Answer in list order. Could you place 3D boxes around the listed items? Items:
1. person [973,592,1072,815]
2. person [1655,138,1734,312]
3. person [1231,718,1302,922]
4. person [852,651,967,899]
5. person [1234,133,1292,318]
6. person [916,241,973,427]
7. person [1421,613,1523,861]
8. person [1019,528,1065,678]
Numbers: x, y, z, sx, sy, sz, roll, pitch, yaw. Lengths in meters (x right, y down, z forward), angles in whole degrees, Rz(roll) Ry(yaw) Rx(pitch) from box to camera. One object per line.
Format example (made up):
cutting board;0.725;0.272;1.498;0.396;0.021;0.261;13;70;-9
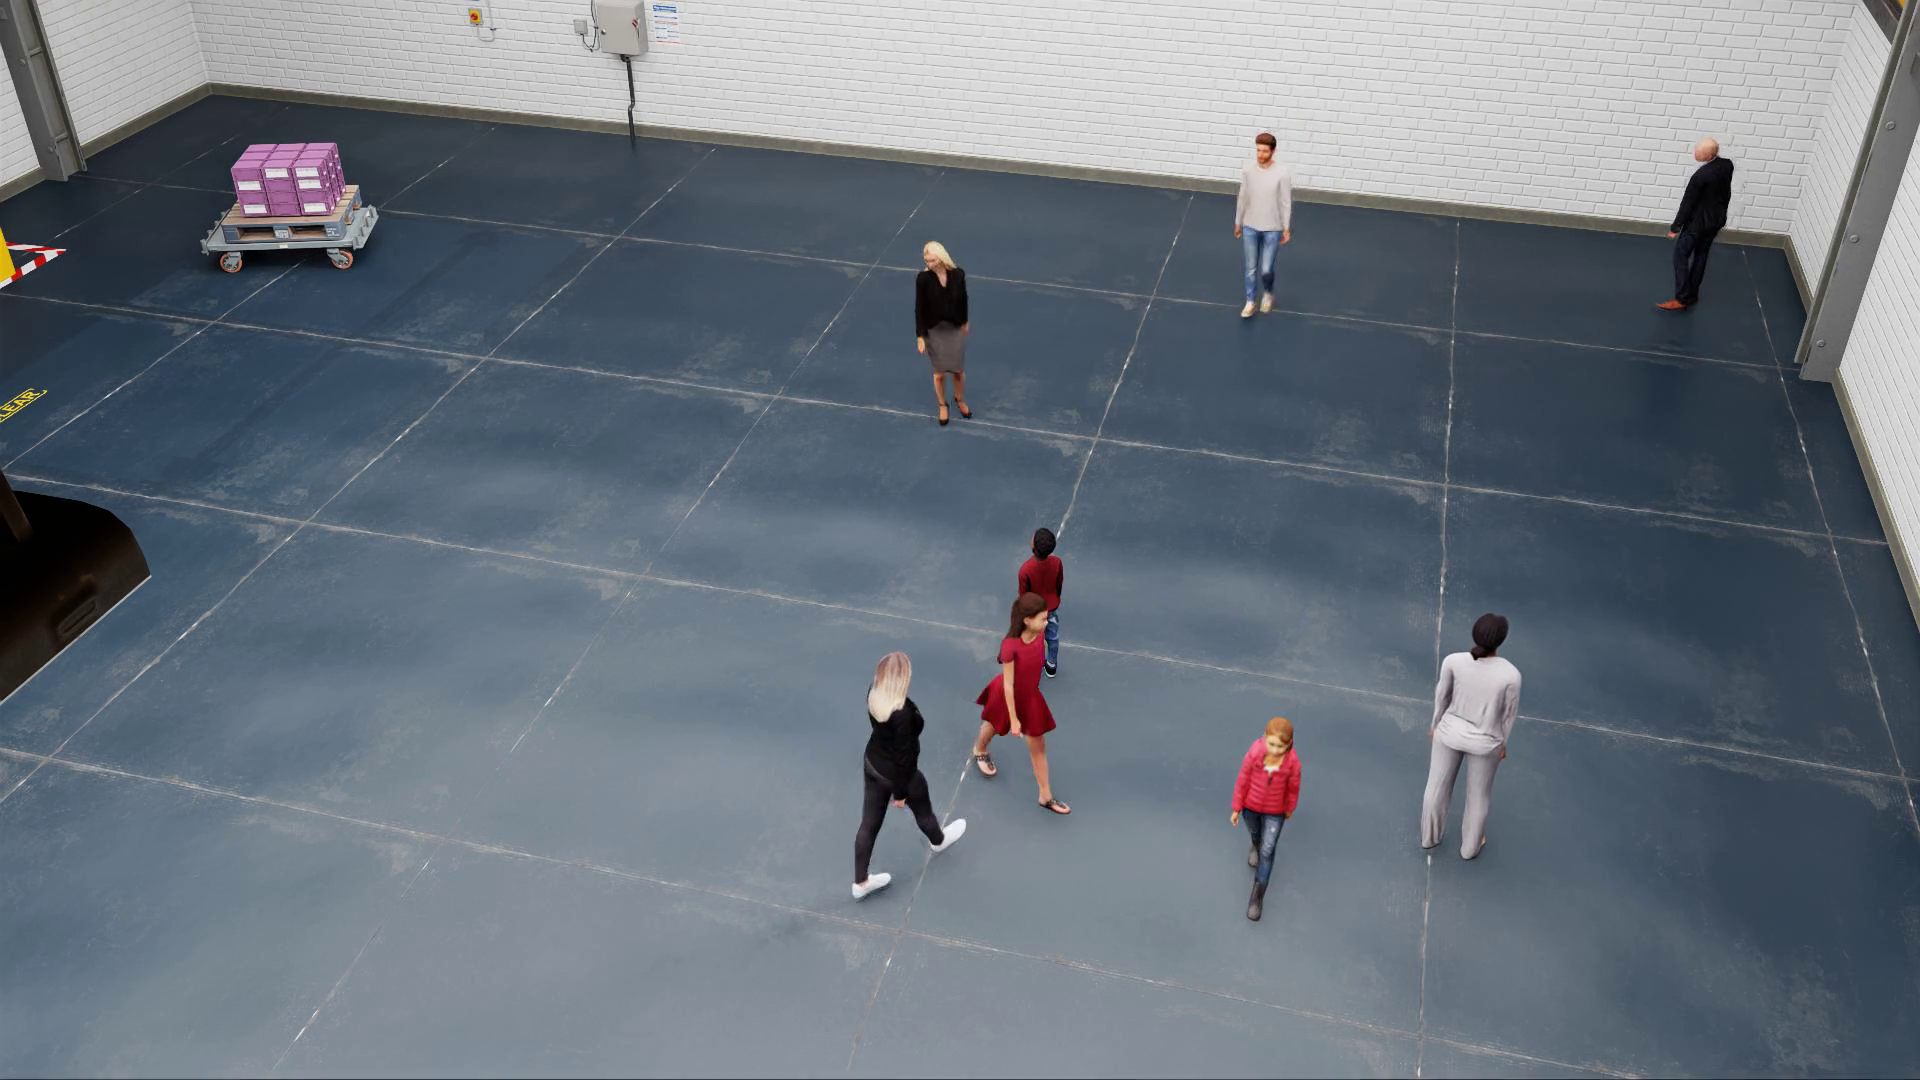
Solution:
person;0.305;0.966;10.505;1.082;1.501;1.064;-22;40;-30
person;7.378;-3.146;16.456;0.889;1.761;0.900;-6;34;-8
person;1.804;1.536;9.840;0.587;1.288;0.939;13;36;18
person;-0.476;1.411;9.705;1.159;1.646;1.021;-23;40;-31
person;2.988;-3.092;16.259;0.767;1.890;0.743;17;37;24
person;-0.127;-1.769;14.351;0.790;1.799;0.802;-15;36;-21
person;3.053;1.179;9.973;0.671;1.736;0.611;15;37;21
person;0.558;0.452;11.500;0.583;1.256;0.644;-18;38;-25
